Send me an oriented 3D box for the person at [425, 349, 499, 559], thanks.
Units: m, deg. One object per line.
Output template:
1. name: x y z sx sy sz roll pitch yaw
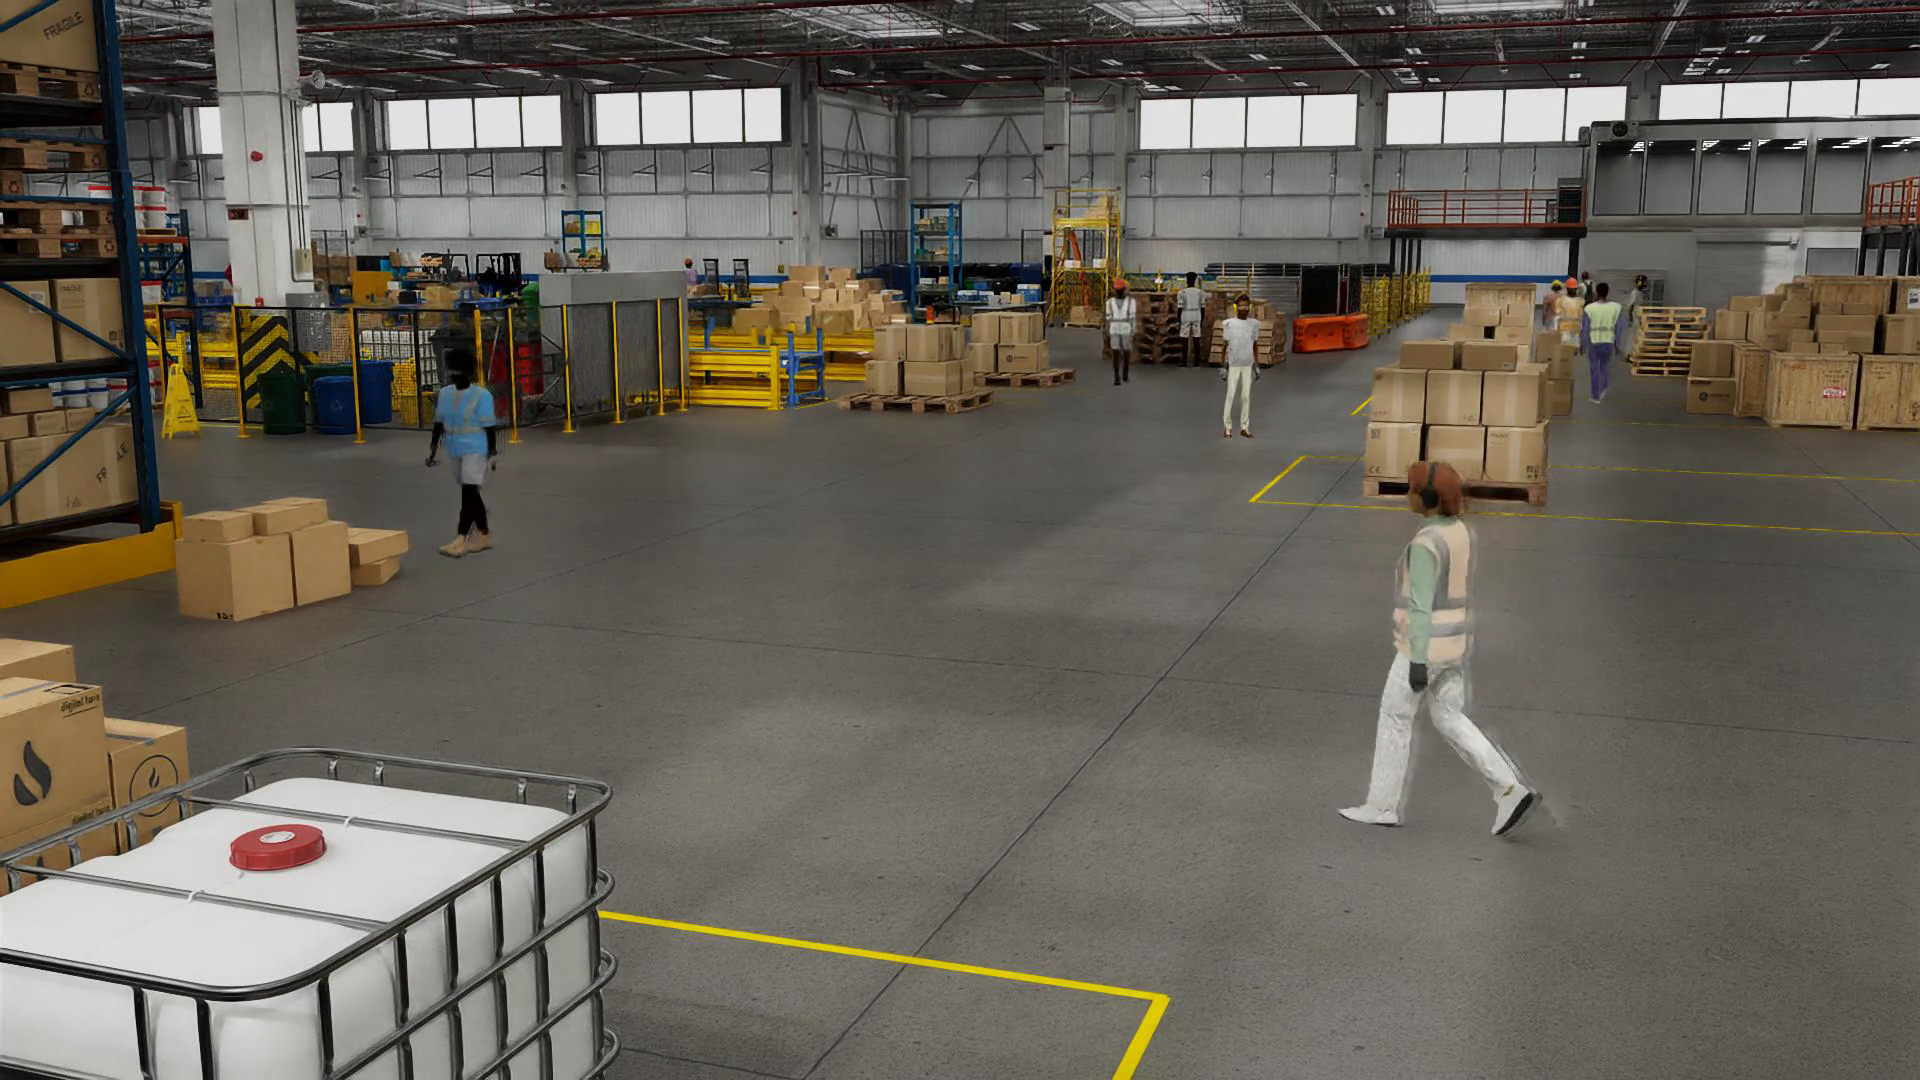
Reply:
1. person: -4.030 -0.675 13.279 0.539 1.669 0.809 6 12 29

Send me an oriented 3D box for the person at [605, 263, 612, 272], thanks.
1. person: -12.682 -8.962 59.406 0.949 1.866 0.650 -3 10 -16

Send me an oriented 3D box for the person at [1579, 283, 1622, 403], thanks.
1. person: 10.131 -3.120 26.383 0.619 1.902 0.538 0 10 2

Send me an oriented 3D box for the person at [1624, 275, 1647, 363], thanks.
1. person: 14.399 -4.679 35.320 0.501 1.853 0.508 6 12 30

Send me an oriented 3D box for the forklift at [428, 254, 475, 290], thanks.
1. forklift: -20.133 -10.254 65.465 1.157 1.987 2.680 3 11 19

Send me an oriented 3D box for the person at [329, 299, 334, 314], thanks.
1. person: -11.854 -3.802 31.050 0.369 1.605 0.524 2 10 9

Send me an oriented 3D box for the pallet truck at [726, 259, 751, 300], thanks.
1. pallet truck: -7.986 -9.493 62.019 0.823 1.965 1.885 3 11 17

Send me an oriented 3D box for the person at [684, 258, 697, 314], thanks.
1. person: -9.368 -8.722 57.588 0.400 2.038 0.609 8 13 36

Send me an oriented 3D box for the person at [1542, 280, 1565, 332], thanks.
1. person: 13.010 -4.807 36.358 0.540 1.724 0.884 4 11 23

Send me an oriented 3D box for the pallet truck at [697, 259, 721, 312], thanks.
1. pallet truck: -9.165 -9.627 62.776 0.823 1.965 1.885 4 11 23

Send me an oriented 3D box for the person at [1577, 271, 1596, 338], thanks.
1. person: 16.880 -6.349 44.922 0.525 1.780 1.012 -2 10 -12

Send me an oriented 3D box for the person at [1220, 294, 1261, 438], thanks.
1. person: 3.646 -2.249 21.596 0.535 1.865 0.312 -1 10 -8

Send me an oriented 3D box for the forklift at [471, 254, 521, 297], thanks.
1. forklift: -17.990 -10.121 64.684 1.157 1.987 2.680 3 11 17

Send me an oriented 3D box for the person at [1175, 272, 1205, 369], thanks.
1. person: 4.662 -4.445 33.677 0.616 1.964 0.361 -2 10 -13

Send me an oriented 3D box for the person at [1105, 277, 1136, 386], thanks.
1. person: 2.858 -3.713 29.653 0.560 1.927 0.445 2 10 10

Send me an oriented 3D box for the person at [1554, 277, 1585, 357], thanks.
1. person: 11.155 -3.858 30.494 0.570 1.919 0.589 -1 10 -5

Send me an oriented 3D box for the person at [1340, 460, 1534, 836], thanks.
1. person: 2.031 0.463 7.004 0.741 1.613 0.520 7 13 36
